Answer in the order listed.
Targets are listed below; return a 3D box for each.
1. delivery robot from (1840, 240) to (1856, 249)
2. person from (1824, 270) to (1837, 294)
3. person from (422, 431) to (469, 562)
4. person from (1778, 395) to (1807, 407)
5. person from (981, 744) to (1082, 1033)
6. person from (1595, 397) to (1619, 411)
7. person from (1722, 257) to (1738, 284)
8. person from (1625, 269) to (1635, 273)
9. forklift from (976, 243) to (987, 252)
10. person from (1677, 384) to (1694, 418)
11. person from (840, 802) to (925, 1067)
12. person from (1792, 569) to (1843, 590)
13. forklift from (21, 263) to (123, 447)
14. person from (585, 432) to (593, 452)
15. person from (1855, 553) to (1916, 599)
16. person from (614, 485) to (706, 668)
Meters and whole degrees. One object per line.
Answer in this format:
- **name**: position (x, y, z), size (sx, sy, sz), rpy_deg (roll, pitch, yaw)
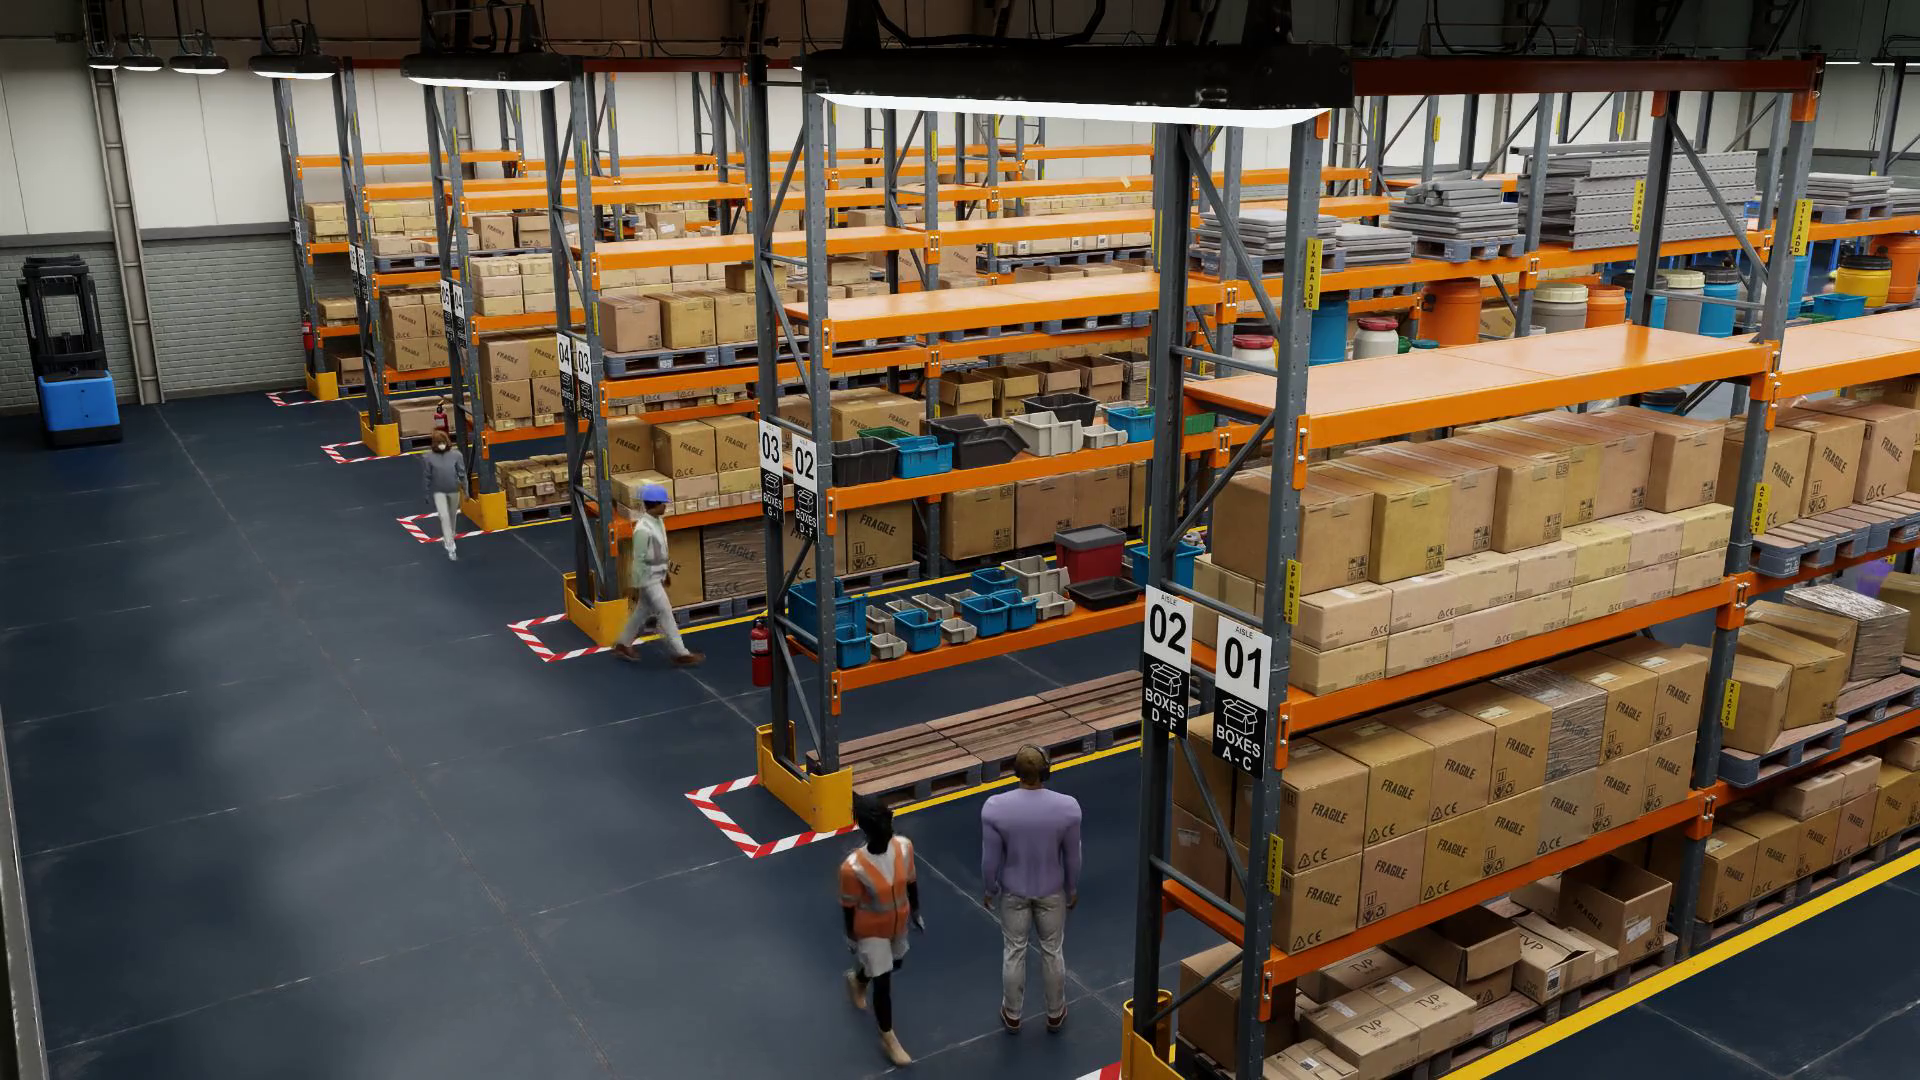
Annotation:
- **delivery robot**: position (27.660, -9.232, 49.208), size (0.335, 0.223, 0.698), rpy_deg (-2, 17, -7)
- **person**: position (18.233, -4.822, 33.247), size (0.599, 1.748, 0.539), rpy_deg (3, 17, 10)
- **person**: position (-6.393, -0.592, 19.663), size (0.512, 1.589, 0.841), rpy_deg (-9, 19, -26)
- **person**: position (11.942, -1.555, 22.739), size (0.315, 1.636, 0.515), rpy_deg (-3, 17, -10)
- **person**: position (0.447, 2.195, 9.938), size (0.627, 1.936, 0.376), rpy_deg (1, 17, 2)
- **person**: position (10.849, -2.638, 25.971), size (0.762, 1.825, 0.617), rpy_deg (4, 17, 12)
- **person**: position (16.631, -5.222, 34.376), size (0.532, 1.865, 0.310), rpy_deg (7, 18, 22)
- **person**: position (14.158, -4.876, 33.473), size (0.428, 1.731, 0.489), rpy_deg (12, 21, 34)
- **forklift**: position (0.988, -5.474, 34.718), size (1.214, 2.155, 2.313), rpy_deg (-10, 20, -31)
- **person**: position (10.082, -1.498, 21.989), size (0.765, 1.965, 0.651), rpy_deg (-2, 17, -6)
- **person**: position (-0.534, 2.364, 9.832), size (0.535, 1.670, 0.751), rpy_deg (-14, 22, -39)
- **person**: position (9.116, 0.171, 16.754), size (0.404, 1.829, 0.591), rpy_deg (-11, 20, -32)
- **forklift**: position (-14.518, -3.079, 25.708), size (1.129, 2.768, 1.873), rpy_deg (-10, 20, -31)
- **person**: position (-5.348, -1.952, 23.622), size (0.892, 1.893, 0.591), rpy_deg (-15, 22, -40)
- **person**: position (9.025, 0.586, 15.440), size (0.855, 1.811, 0.573), rpy_deg (-9, 19, -27)
- **person**: position (-3.142, 0.365, 16.021), size (0.992, 1.903, 0.621), rpy_deg (2, 17, 6)
